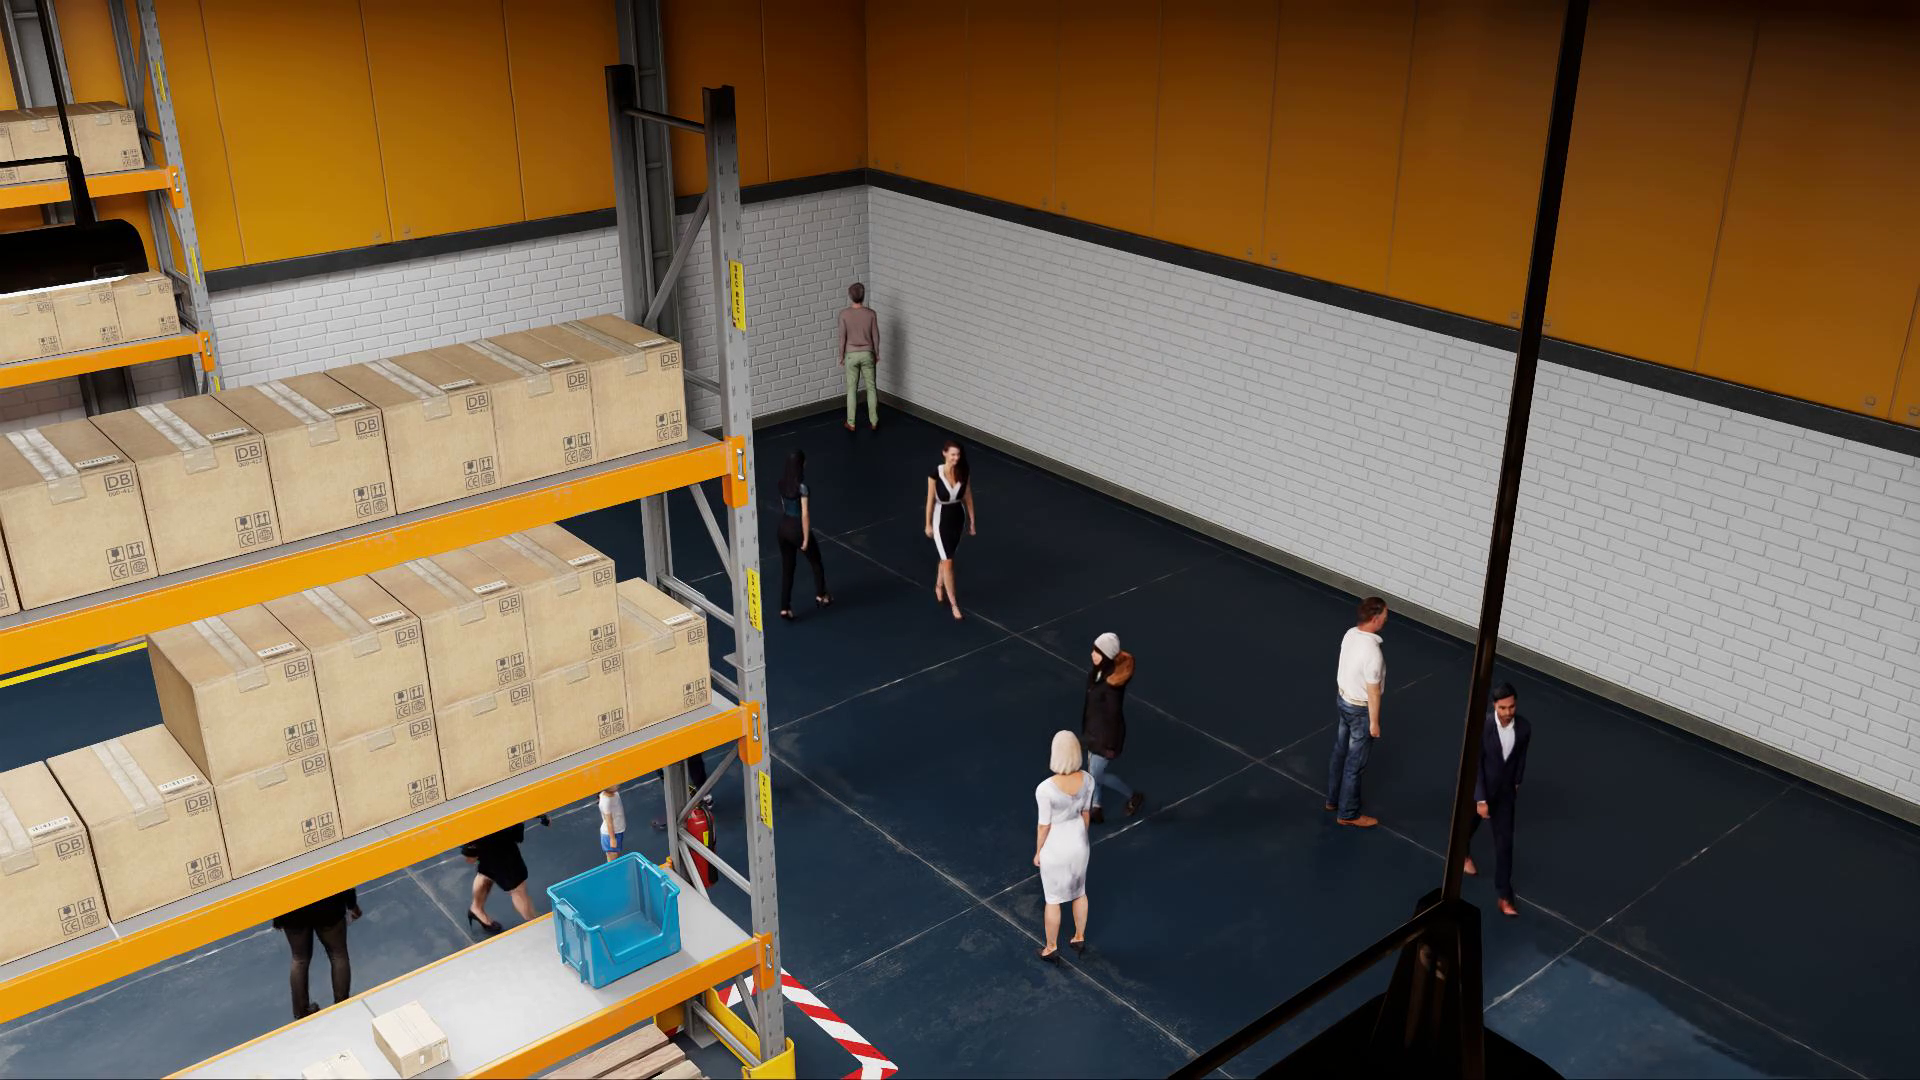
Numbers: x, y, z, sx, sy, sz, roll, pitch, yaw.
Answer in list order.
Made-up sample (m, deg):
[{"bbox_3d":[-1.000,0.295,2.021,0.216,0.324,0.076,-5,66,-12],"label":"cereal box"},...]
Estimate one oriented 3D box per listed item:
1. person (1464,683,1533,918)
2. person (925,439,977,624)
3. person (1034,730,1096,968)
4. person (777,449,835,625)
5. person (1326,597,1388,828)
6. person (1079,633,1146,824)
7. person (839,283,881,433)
[{"bbox_3d":[3.699,1.745,11.771,1.184,1.658,1.132,-3,24,-7],"label":"person"},{"bbox_3d":[-0.151,-0.147,15.959,0.963,1.771,0.815,-11,26,-24],"label":"person"},{"bbox_3d":[0.695,2.034,10.994,0.517,1.752,0.667,-11,26,-24],"label":"person"},{"bbox_3d":[-1.614,-0.011,15.716,0.702,1.717,0.929,15,28,31],"label":"person"},{"bbox_3d":[2.996,1.278,12.599,0.755,1.851,0.750,-4,24,-8],"label":"person"},{"bbox_3d":[1.146,1.439,12.516,0.915,1.623,0.819,-4,24,-9],"label":"person"},{"bbox_3d":[-1.245,-2.264,20.682,0.729,1.866,0.840,-4,24,-8],"label":"person"}]
